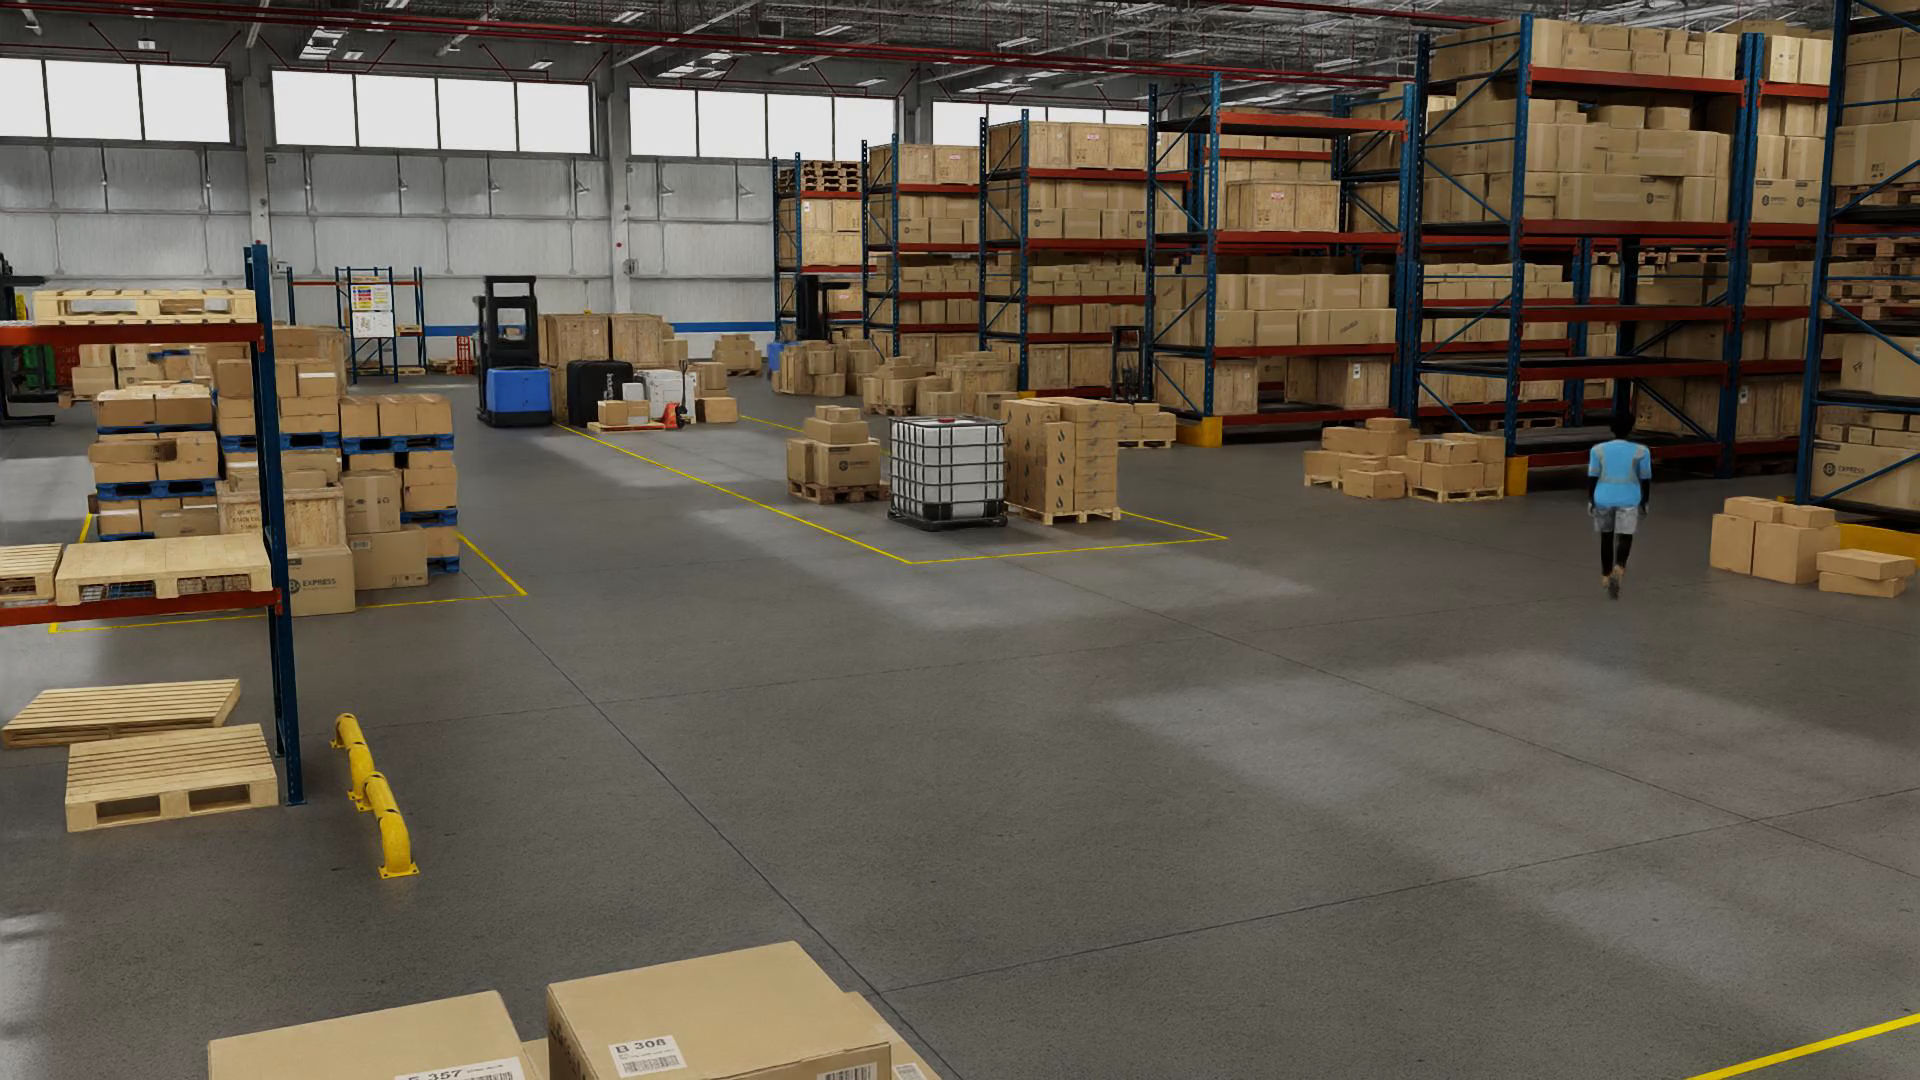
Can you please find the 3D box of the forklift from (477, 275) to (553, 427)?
[{"bbox_3d":[-8.440,-3.593,31.377,1.129,2.768,1.873,-4,10,-25],"label":"forklift"}]

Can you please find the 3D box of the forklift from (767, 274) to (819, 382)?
[{"bbox_3d":[-3.951,-5.427,42.757,1.873,2.768,1.129,-4,10,-25],"label":"forklift"}]

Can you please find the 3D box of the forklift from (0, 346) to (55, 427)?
[{"bbox_3d":[-17.952,-3.489,30.732,1.873,2.768,1.129,-4,10,-24],"label":"forklift"}]

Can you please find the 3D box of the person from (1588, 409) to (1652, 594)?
[{"bbox_3d":[5.898,-0.338,14.927,0.538,1.674,0.707,5,10,27],"label":"person"}]

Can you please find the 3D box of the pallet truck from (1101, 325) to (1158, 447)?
[{"bbox_3d":[2.881,-2.596,27.923,0.823,1.965,1.885,-1,9,-7],"label":"pallet truck"}]
